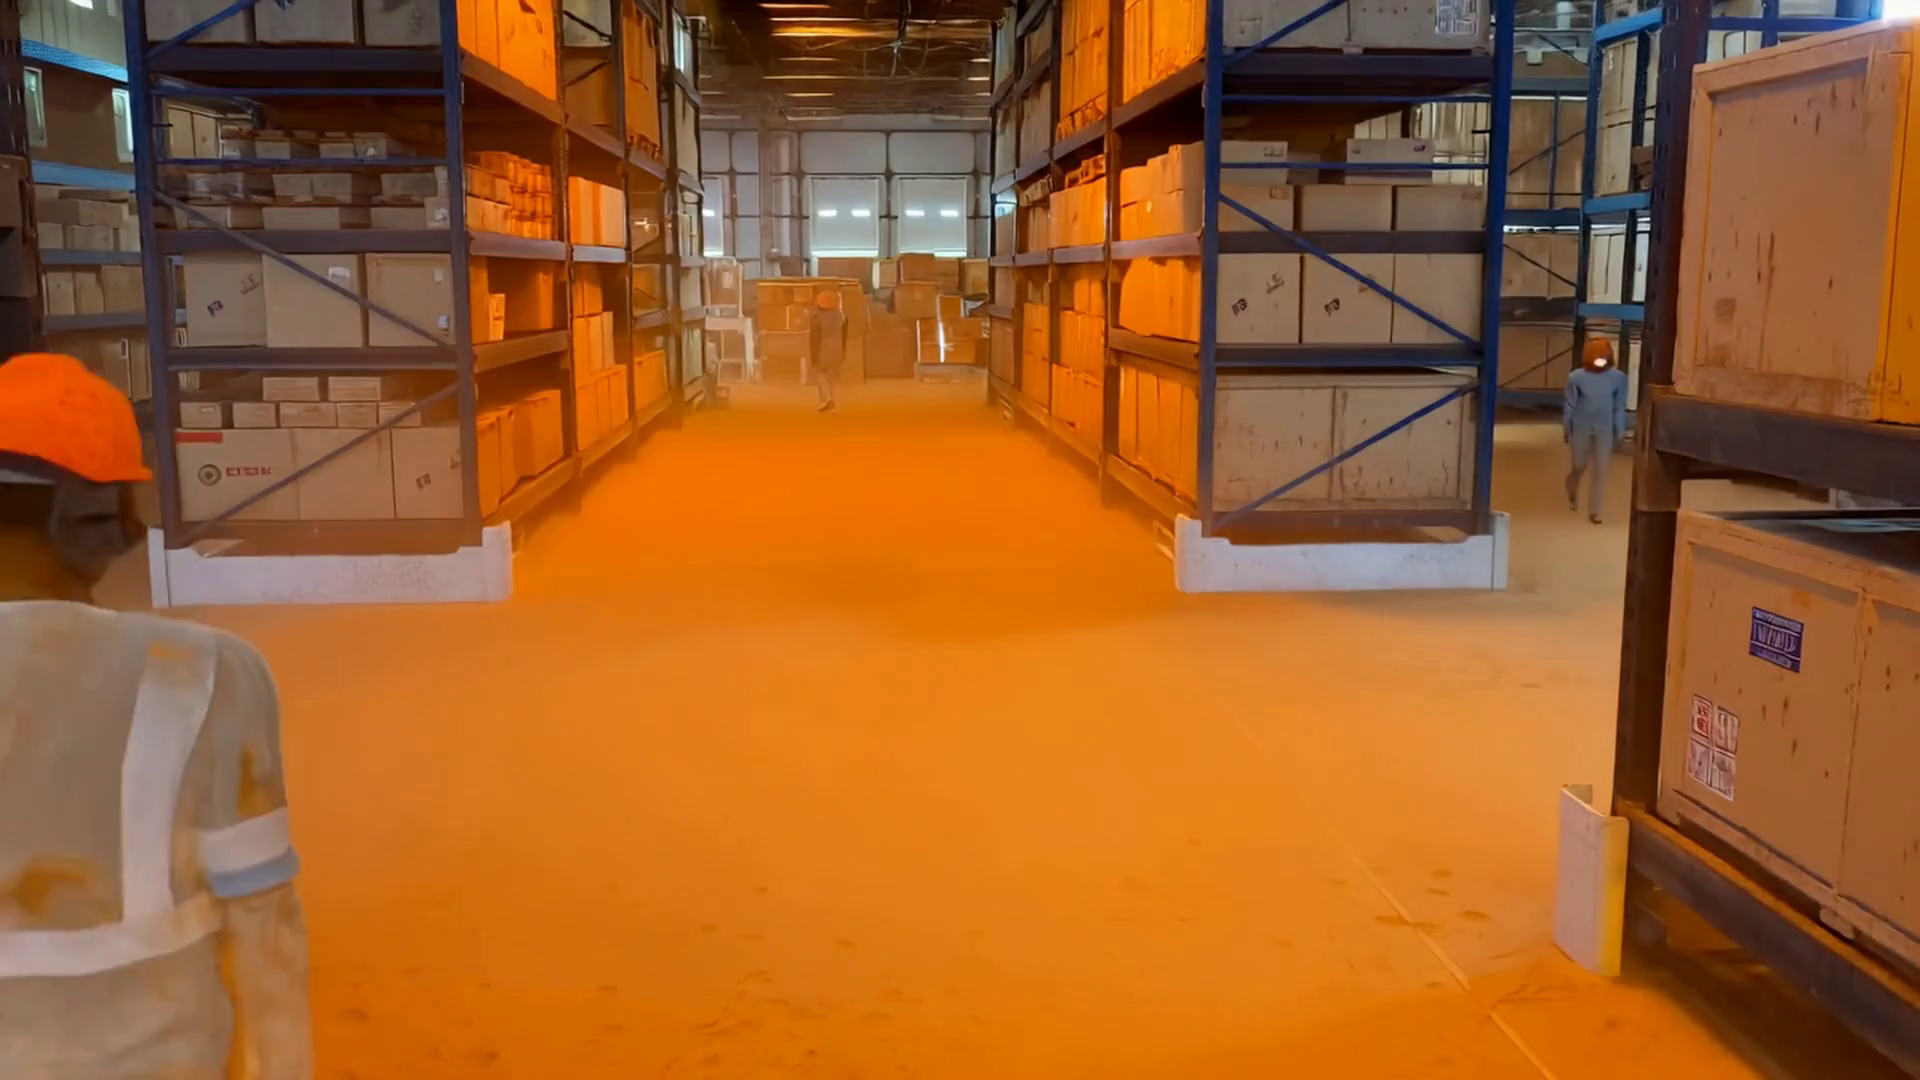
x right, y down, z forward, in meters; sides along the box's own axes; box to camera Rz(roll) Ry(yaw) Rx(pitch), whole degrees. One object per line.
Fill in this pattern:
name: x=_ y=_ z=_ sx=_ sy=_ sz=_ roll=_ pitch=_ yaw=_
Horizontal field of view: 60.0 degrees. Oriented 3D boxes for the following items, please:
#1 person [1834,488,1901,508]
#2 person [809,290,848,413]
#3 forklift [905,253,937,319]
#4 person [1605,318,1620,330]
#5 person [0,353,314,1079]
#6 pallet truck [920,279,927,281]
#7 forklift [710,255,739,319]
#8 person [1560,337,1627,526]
person: x=5.057 y=-0.277 z=9.304 sx=0.390 sy=1.846 sz=0.564 roll=0 pitch=9 yaw=-2
person: x=-2.022 y=-2.877 z=25.493 sx=0.657 sy=1.893 sz=0.415 roll=-4 pitch=10 yaw=-25
forklift: x=-1.294 y=-7.845 z=53.589 sx=1.129 sy=2.768 sz=1.873 roll=-5 pitch=11 yaw=-30
person: x=8.908 y=-2.322 z=22.806 sx=0.315 sy=1.636 sz=0.515 roll=0 pitch=9 yaw=-2
person: x=-1.227 y=0.760 z=2.291 sx=0.614 sy=2.018 sz=0.804 roll=-2 pitch=9 yaw=-10
pallet truck: x=-0.932 y=-8.922 z=63.114 sx=1.885 sy=1.965 sz=0.823 roll=2 pitch=9 yaw=13
forklift: x=-8.368 y=-8.713 z=59.038 sx=1.129 sy=2.768 sz=1.873 roll=-1 pitch=9 yaw=-4
person: x=5.419 y=-0.950 z=14.288 sx=0.525 sy=1.601 sz=0.626 roll=2 pitch=9 yaw=10
